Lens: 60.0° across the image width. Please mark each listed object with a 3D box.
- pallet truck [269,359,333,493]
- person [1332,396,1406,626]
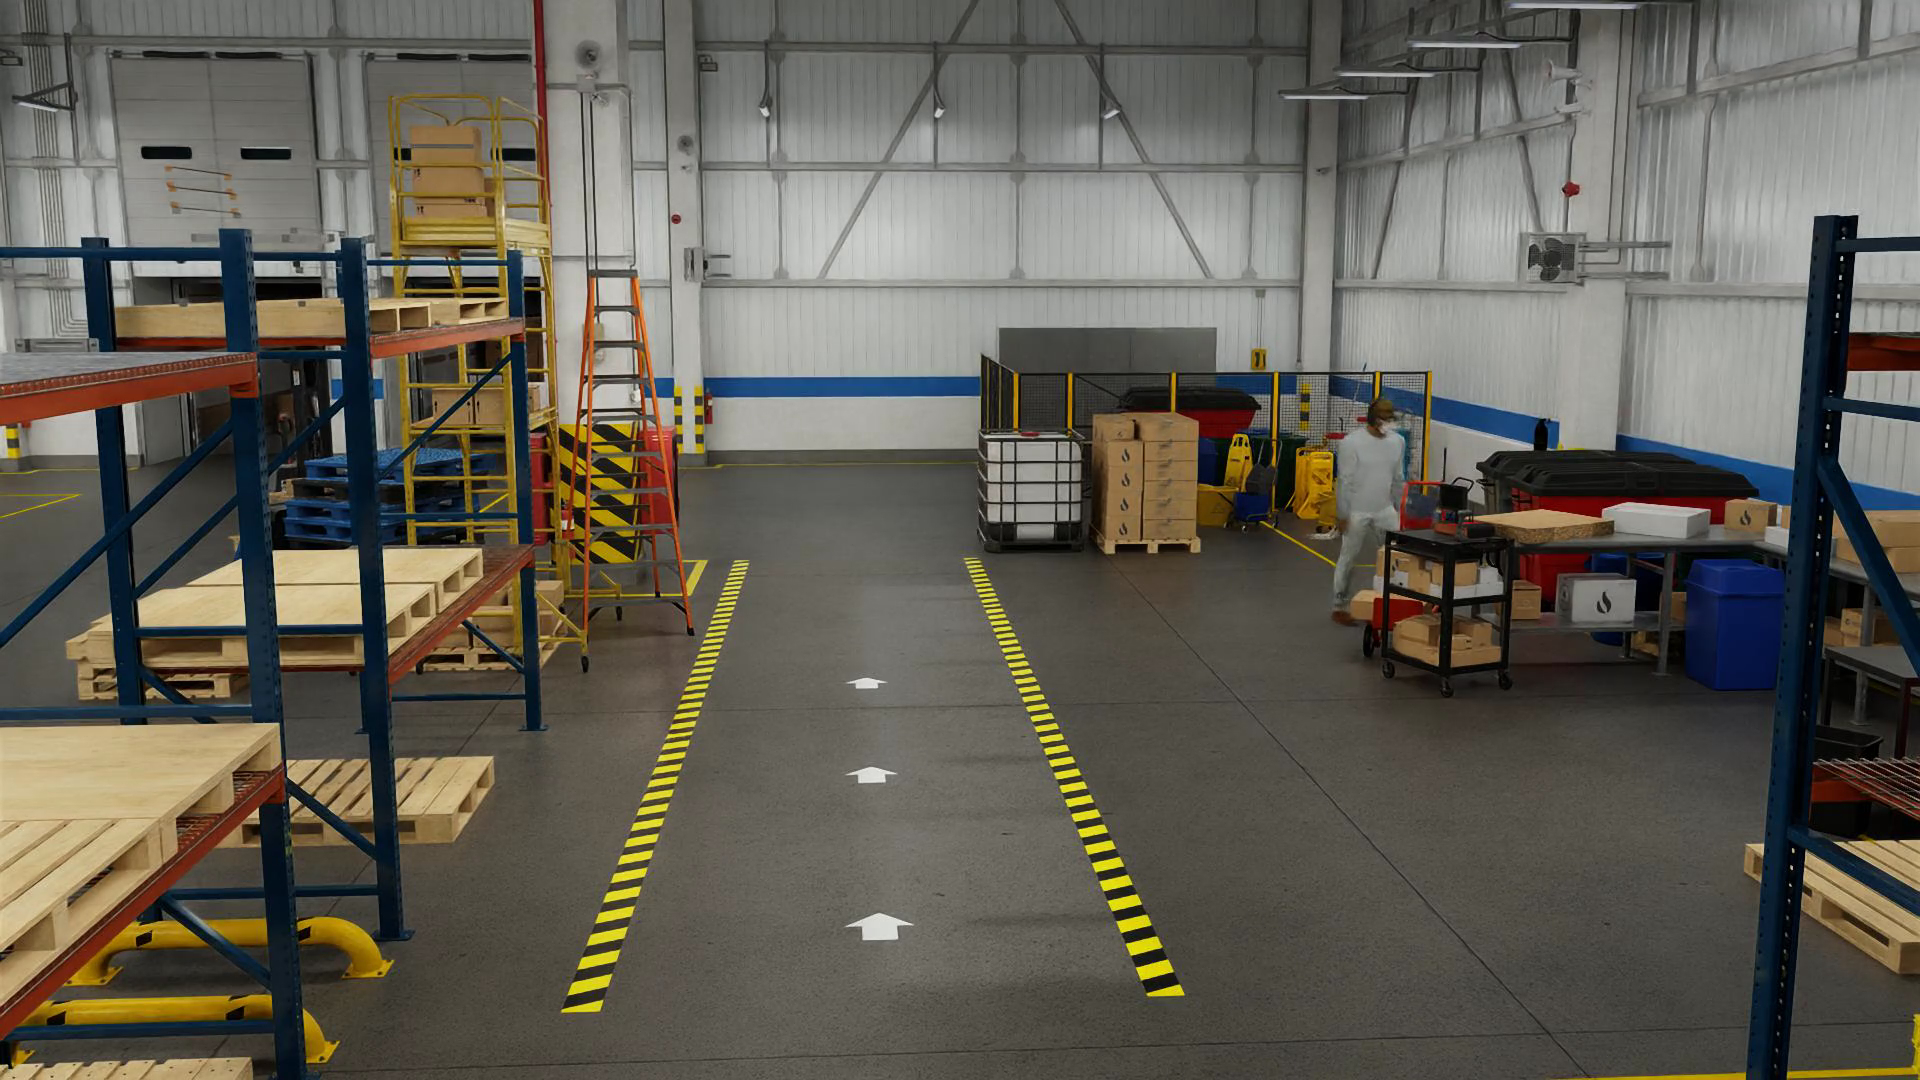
[{"bbox_3d":[-7.062,-1.131,18.996,1.885,1.965,0.823,2,9,13],"label":"pallet truck"},{"bbox_3d":[3.350,-0.230,13.624,0.653,1.913,0.449,-3,9,-17],"label":"person"}]
